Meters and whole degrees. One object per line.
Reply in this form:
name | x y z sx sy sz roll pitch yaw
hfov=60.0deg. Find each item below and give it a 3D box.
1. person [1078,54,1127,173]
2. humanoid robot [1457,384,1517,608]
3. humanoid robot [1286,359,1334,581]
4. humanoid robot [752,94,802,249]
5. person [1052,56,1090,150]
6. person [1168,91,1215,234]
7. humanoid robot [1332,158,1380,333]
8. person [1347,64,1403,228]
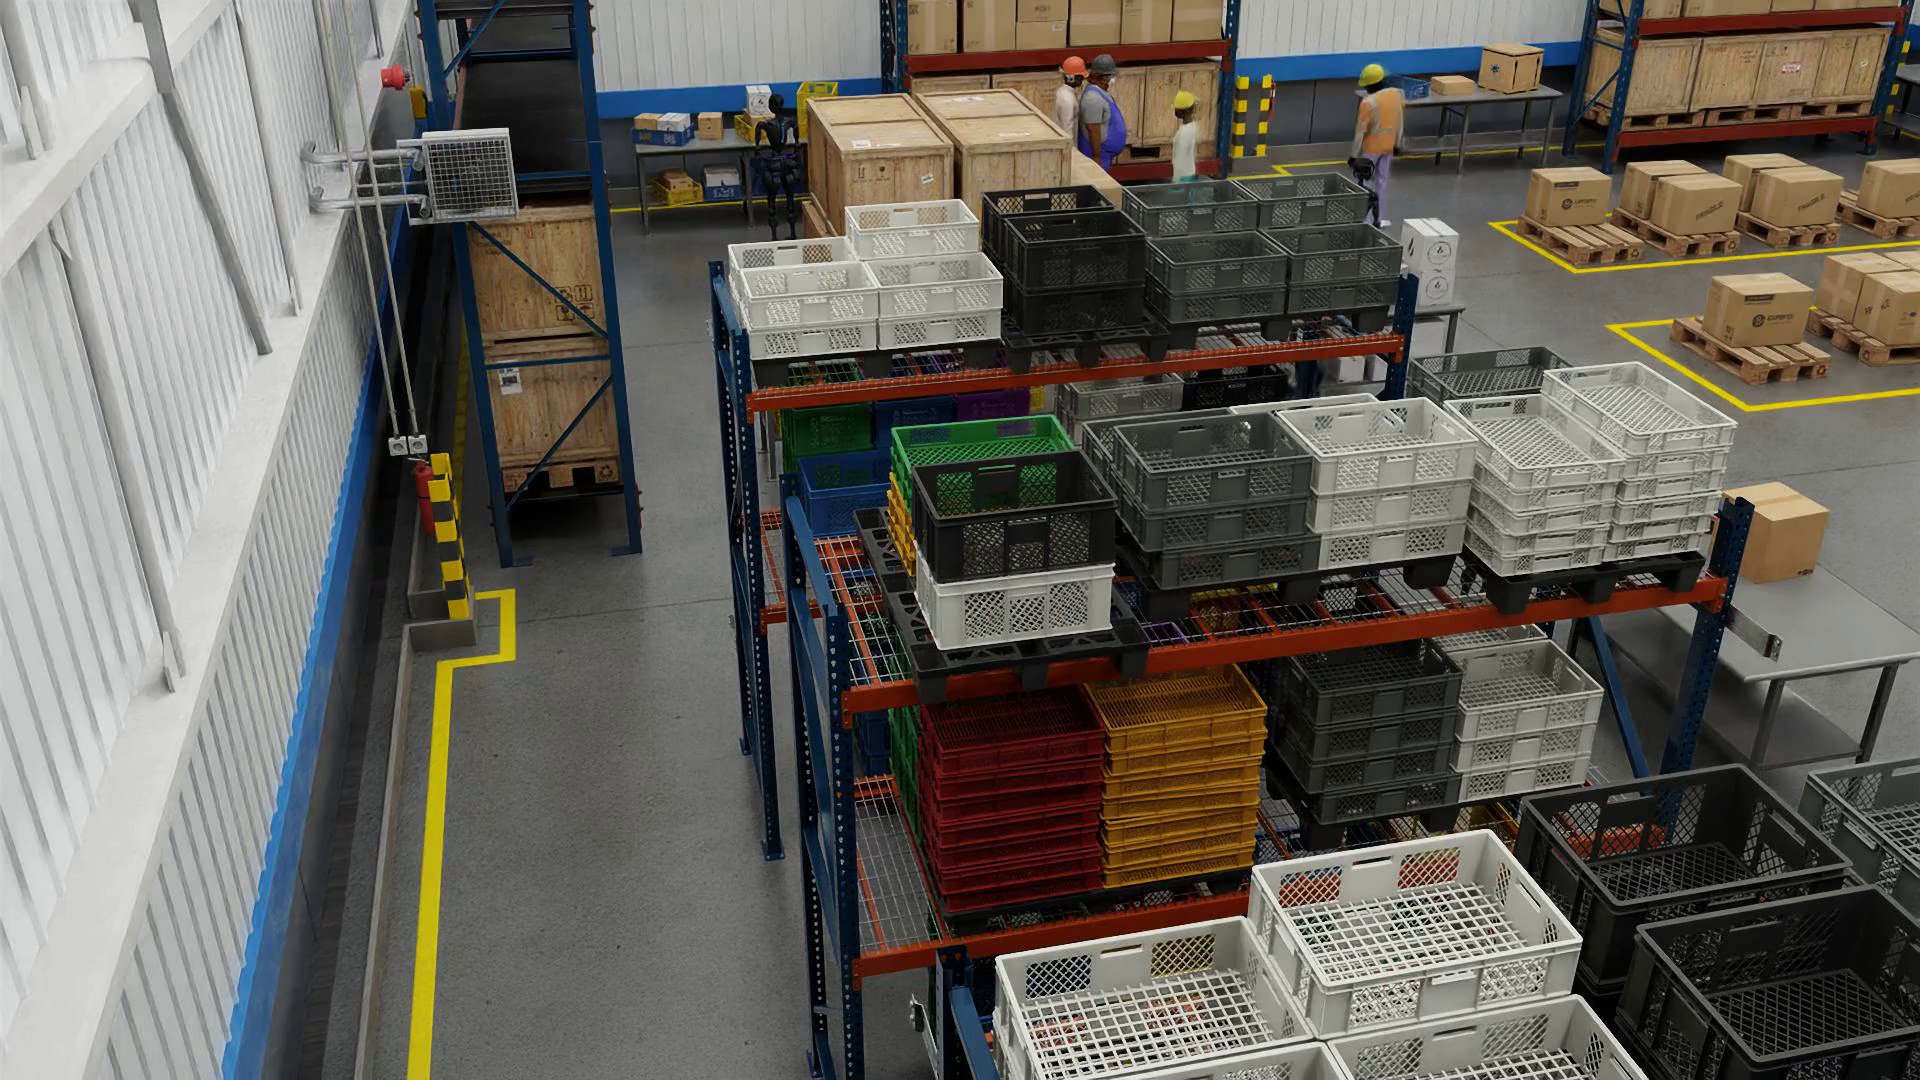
person | 1.567 -4.339 18.380 0.536 2.000 0.687 3 28 5
humanoid robot | 3.561 -0.253 10.997 0.608 1.661 0.314 -19 33 -31
humanoid robot | 2.375 -0.509 11.525 0.699 1.631 0.565 10 30 19
humanoid robot | -1.994 -4.045 18.211 0.582 1.655 0.327 -16 32 -28
person | 1.209 -4.352 18.456 0.397 1.989 0.622 0 28 -1
person | 2.447 -3.986 18.037 0.746 1.740 0.533 7 29 12
humanoid robot | 3.770 -2.829 15.889 0.314 1.657 0.609 -16 32 -28
person | 4.672 -4.389 18.653 0.689 1.879 0.368 -14 31 -24
